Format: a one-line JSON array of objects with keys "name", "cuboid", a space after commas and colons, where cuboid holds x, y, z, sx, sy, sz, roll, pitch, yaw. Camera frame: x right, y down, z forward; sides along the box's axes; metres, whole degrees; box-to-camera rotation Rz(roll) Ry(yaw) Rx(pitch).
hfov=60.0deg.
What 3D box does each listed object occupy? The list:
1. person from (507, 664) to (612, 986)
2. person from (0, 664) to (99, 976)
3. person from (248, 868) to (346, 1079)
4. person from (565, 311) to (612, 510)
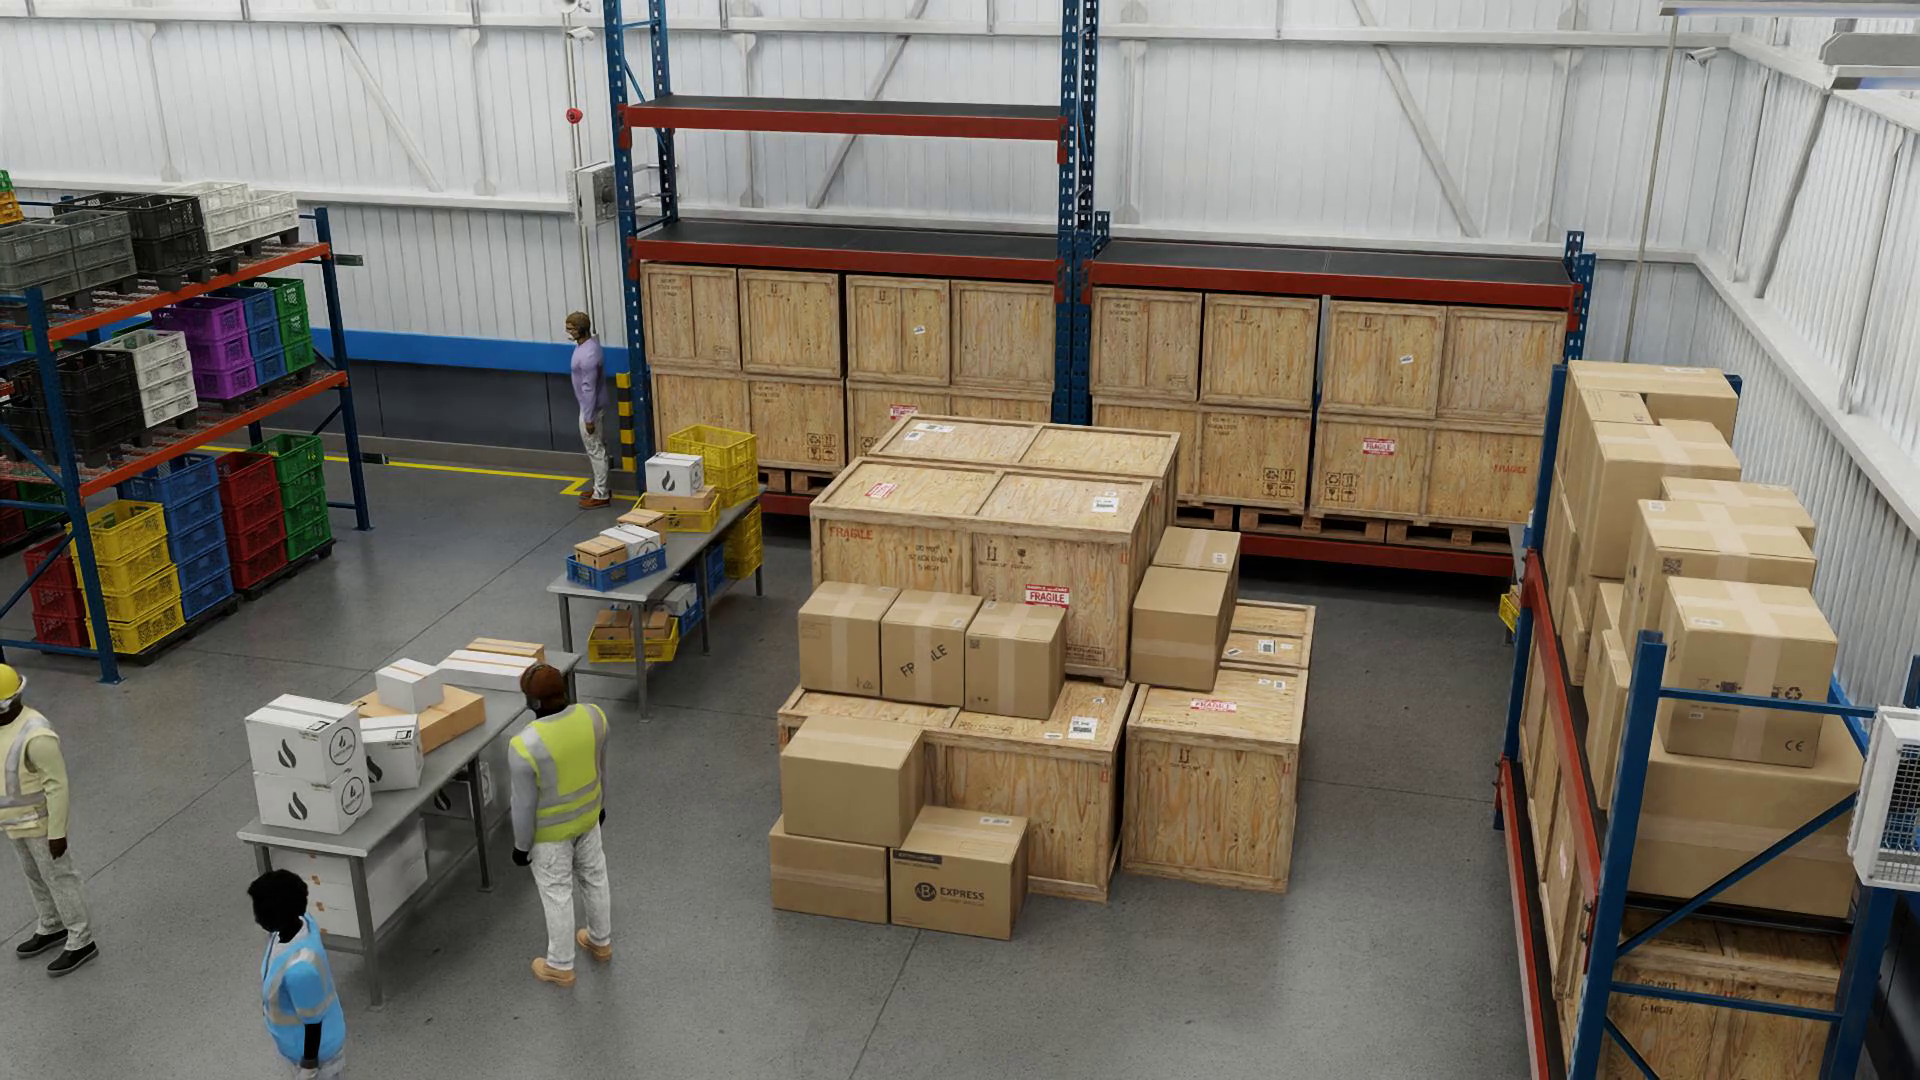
[{"name": "person", "cuboid": [-2.141, 1.507, 8.891, 0.429, 1.838, 0.621, 15, 26, 34]}, {"name": "person", "cuboid": [-5.017, 1.484, 8.956, 0.600, 1.827, 0.403, 14, 25, 33]}, {"name": "person", "cuboid": [-2.865, 2.186, 7.304, 0.319, 1.697, 0.532, -10, 23, -24]}, {"name": "person", "cuboid": [-3.555, -1.256, 15.989, 0.374, 1.933, 0.625, -4, 21, -10]}]
